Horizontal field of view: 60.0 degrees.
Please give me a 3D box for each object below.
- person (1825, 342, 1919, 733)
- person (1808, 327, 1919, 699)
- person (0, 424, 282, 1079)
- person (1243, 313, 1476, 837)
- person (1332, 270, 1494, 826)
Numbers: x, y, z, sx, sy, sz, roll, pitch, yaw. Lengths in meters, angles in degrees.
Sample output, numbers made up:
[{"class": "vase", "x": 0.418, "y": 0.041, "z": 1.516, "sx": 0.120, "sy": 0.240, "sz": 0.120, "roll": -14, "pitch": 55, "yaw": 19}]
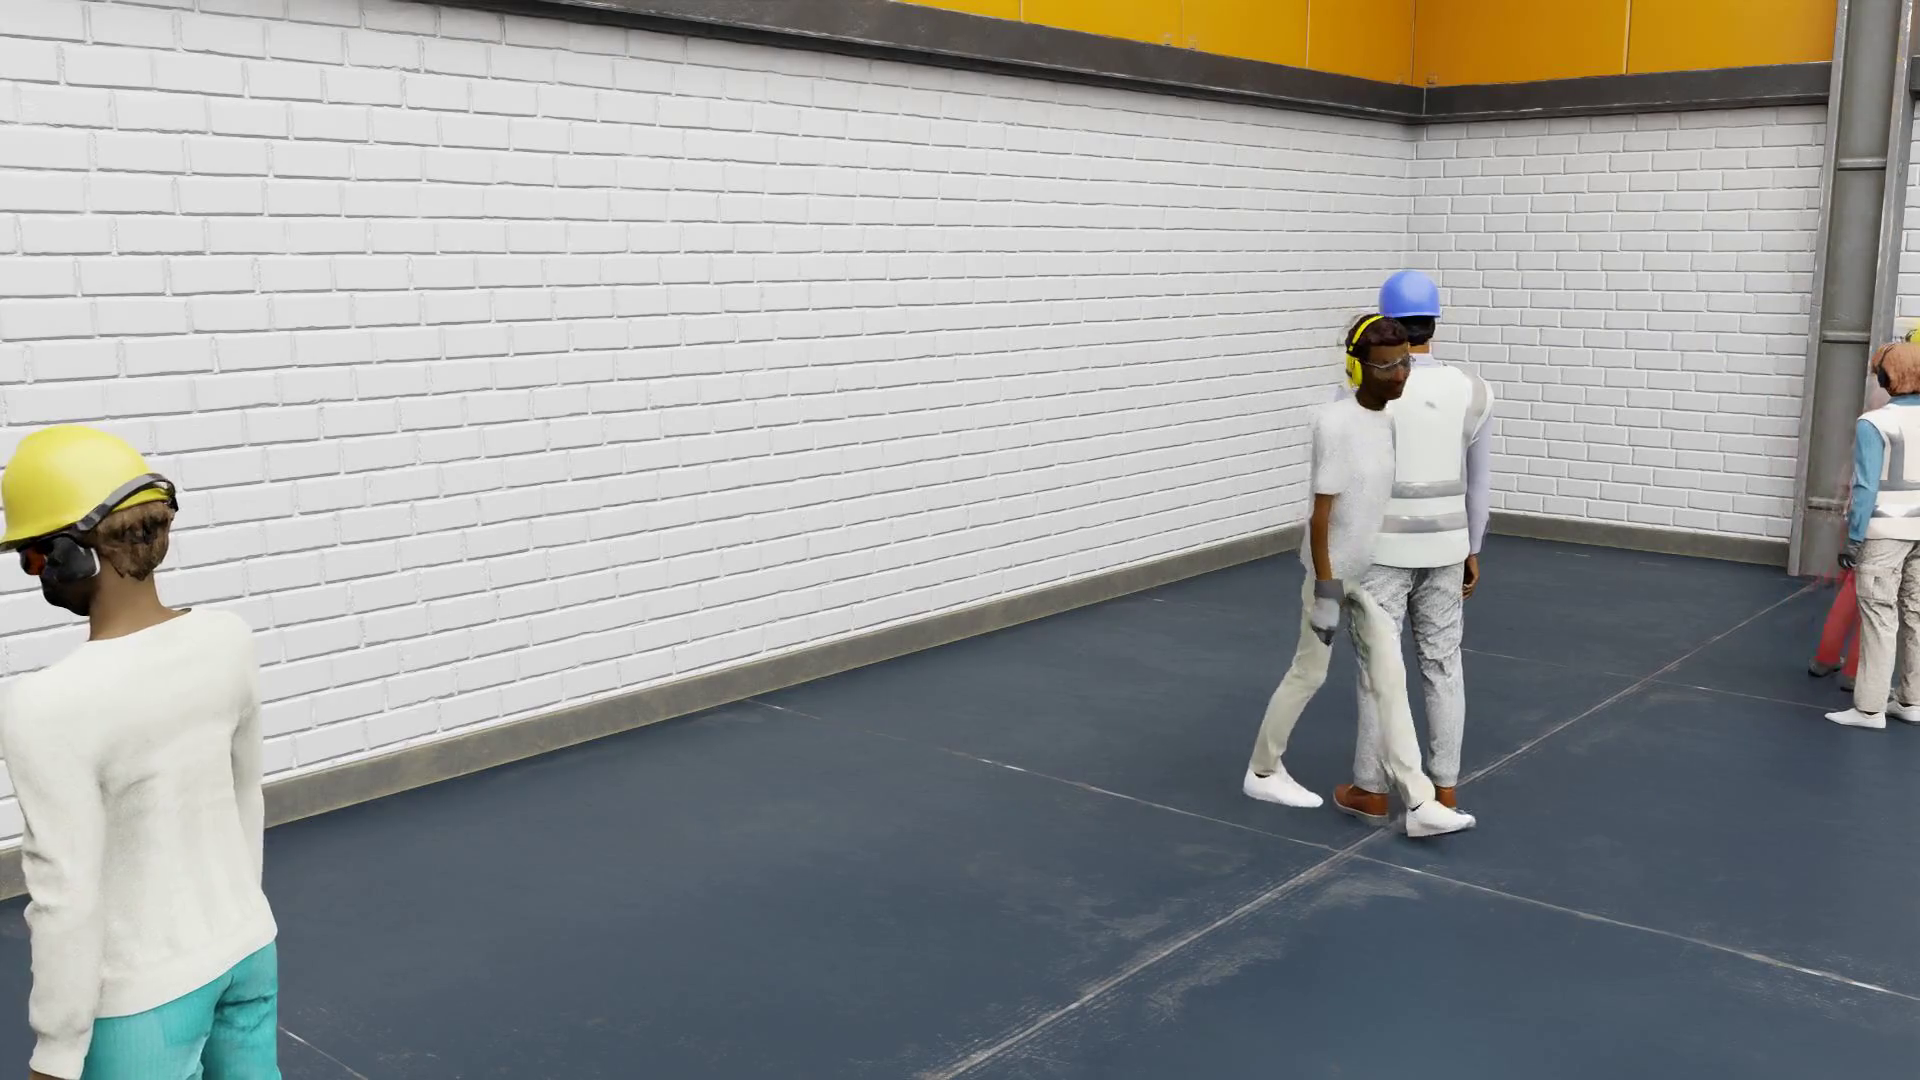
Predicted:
[{"class": "person", "x": 3.913, "y": -0.008, "z": 6.976, "sx": 0.514, "sy": 1.637, "sz": 0.314, "roll": -4, "pitch": 11, "yaw": -21}, {"class": "person", "x": 4.197, "y": -0.144, "z": 7.509, "sx": 0.440, "sy": 1.721, "sz": 0.643, "roll": 1, "pitch": 10, "yaw": 7}, {"class": "person", "x": -1.289, "y": 0.694, "z": 2.642, "sx": 0.338, "sy": 1.759, "sz": 0.524, "roll": 2, "pitch": 10, "yaw": 12}, {"class": "person", "x": 1.389, "y": 0.127, "z": 5.740, "sx": 0.593, "sy": 1.798, "sz": 0.973, "roll": -9, "pitch": 13, "yaw": -41}, {"class": "person", "x": 1.564, "y": 0.033, "z": 5.862, "sx": 0.612, "sy": 1.943, "sz": 0.404, "roll": -2, "pitch": 10, "yaw": -13}]
